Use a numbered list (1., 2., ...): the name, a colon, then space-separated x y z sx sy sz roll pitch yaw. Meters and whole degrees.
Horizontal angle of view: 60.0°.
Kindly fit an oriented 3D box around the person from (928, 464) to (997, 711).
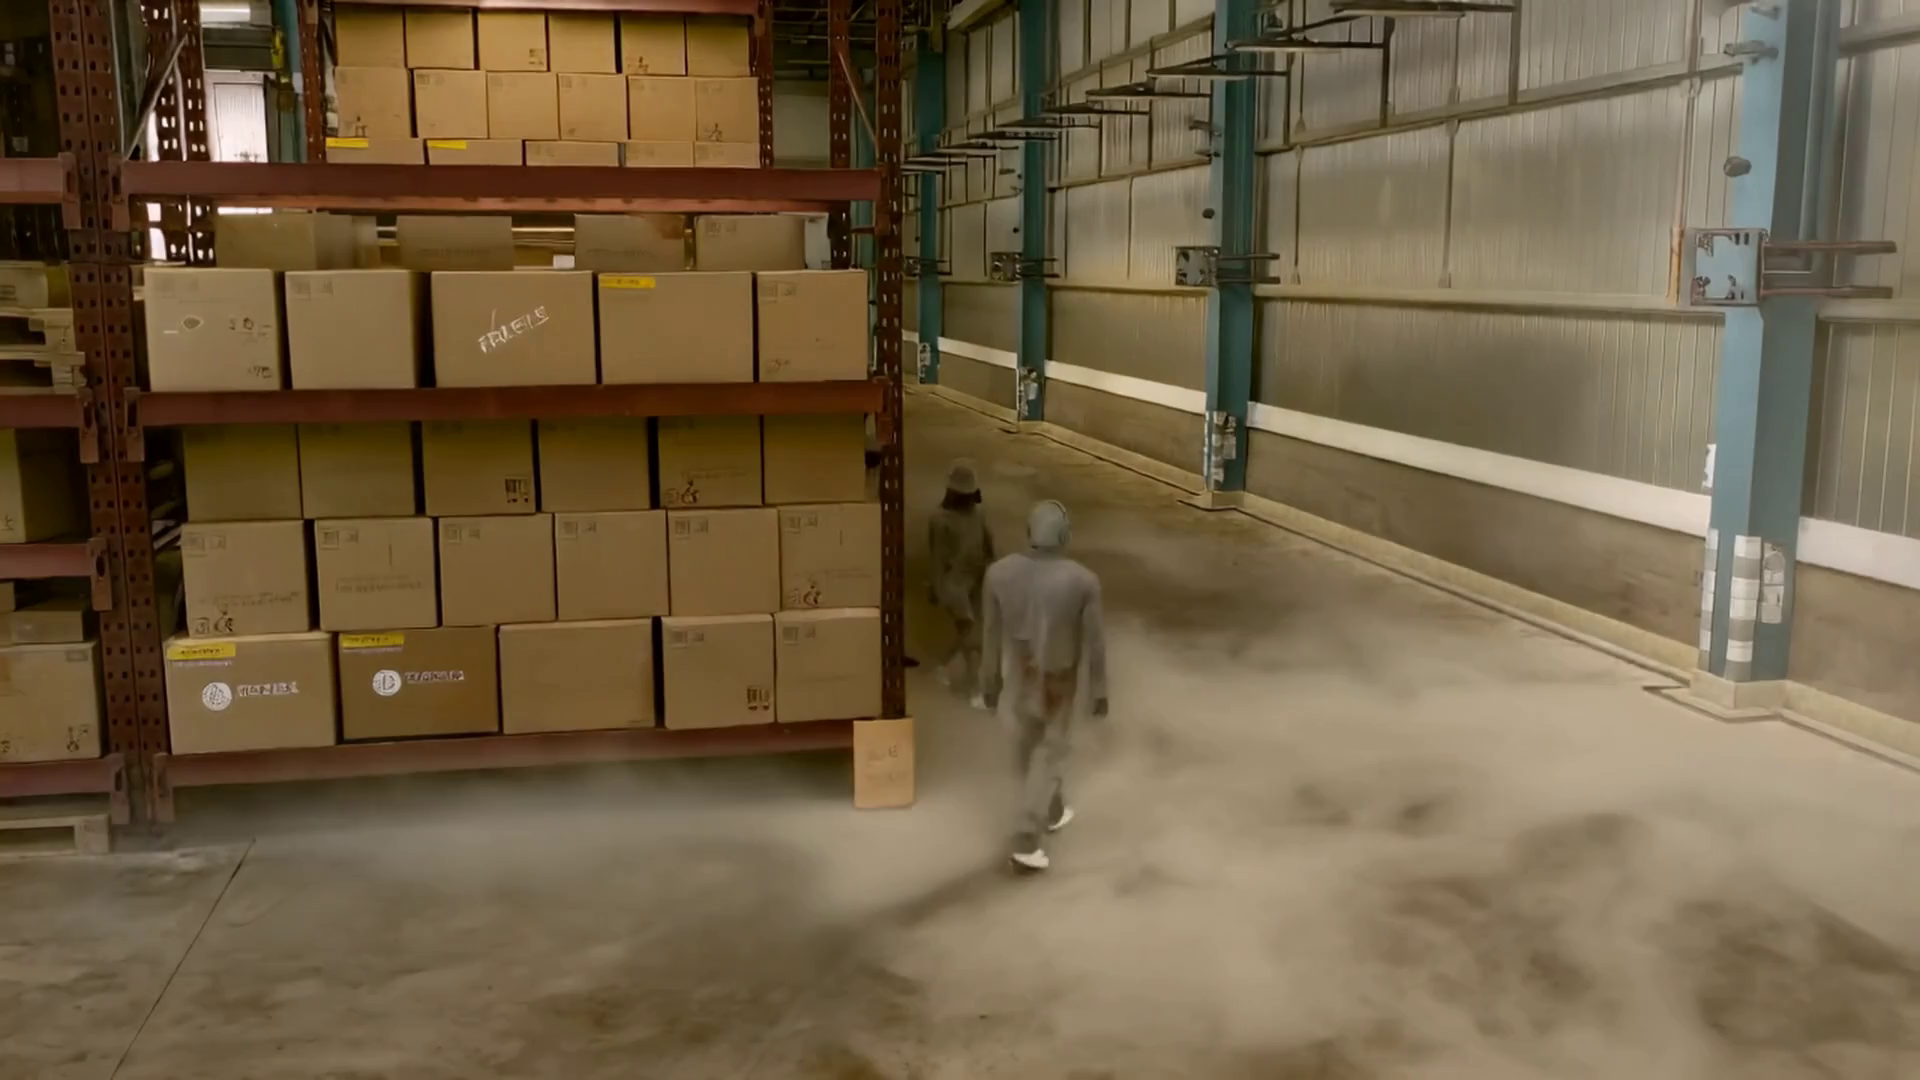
1. person: -0.022 0.295 11.584 0.520 1.706 0.743 -5 11 -29

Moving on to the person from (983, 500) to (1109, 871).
1. person: 0.442 0.722 8.553 0.656 1.860 0.981 6 11 31

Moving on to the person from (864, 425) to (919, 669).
1. person: -0.741 0.094 12.248 0.901 1.896 0.547 -3 10 -20
